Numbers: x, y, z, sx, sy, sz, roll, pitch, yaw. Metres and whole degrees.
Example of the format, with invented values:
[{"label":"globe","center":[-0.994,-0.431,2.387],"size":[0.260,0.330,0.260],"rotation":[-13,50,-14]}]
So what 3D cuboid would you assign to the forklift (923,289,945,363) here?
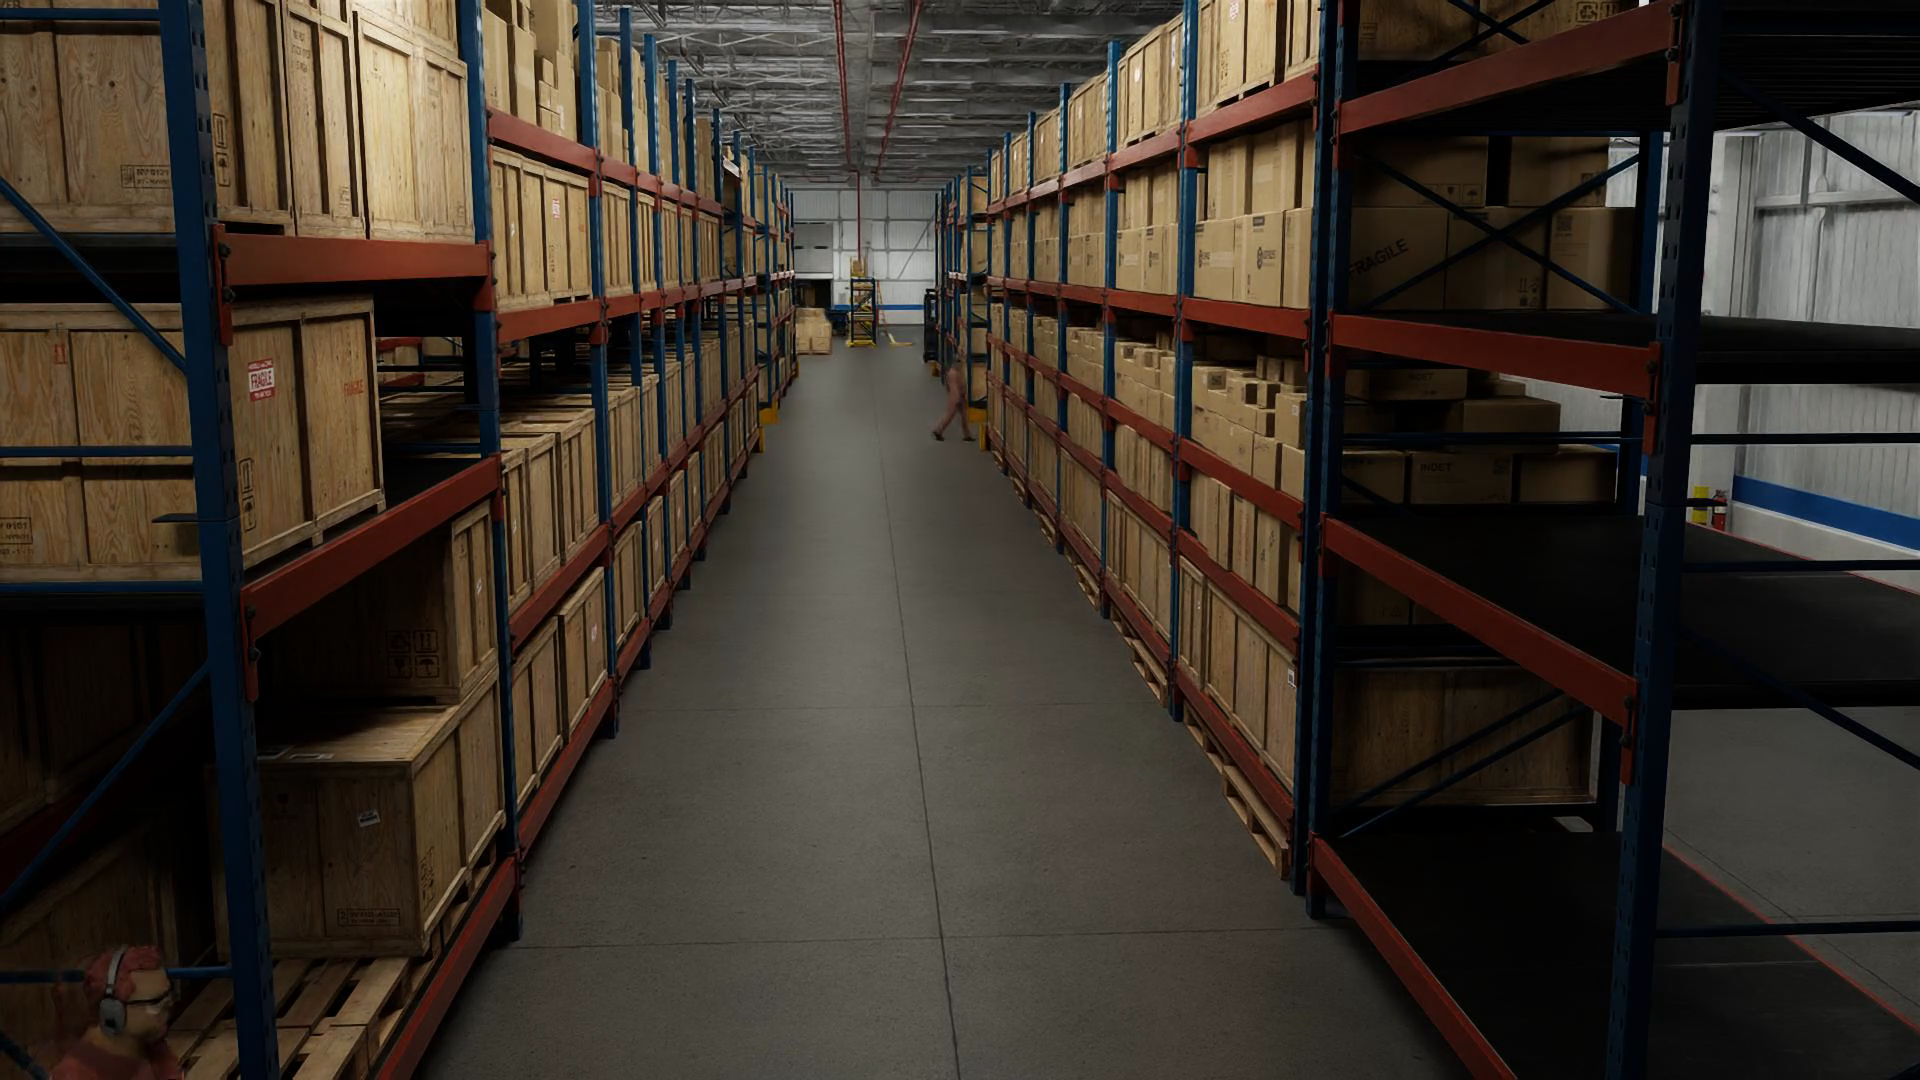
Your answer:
[{"label":"forklift","center":[-0.838,-8.197,63.430],"size":[1.129,2.768,1.873],"rotation":[-1,10,-3]}]

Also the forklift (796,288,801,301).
[{"label":"forklift","center":[-8.167,-11.076,80.630],"size":[1.129,2.768,1.873],"rotation":[-6,11,-31]}]

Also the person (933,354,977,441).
[{"label":"person","center":[-0.118,-3.044,35.654],"size":[0.890,1.878,0.650],"rotation":[3,10,18]}]

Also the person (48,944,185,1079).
[{"label":"person","center":[-2.501,2.099,4.903],"size":[0.770,1.879,0.642],"rotation":[-1,10,-3]}]
